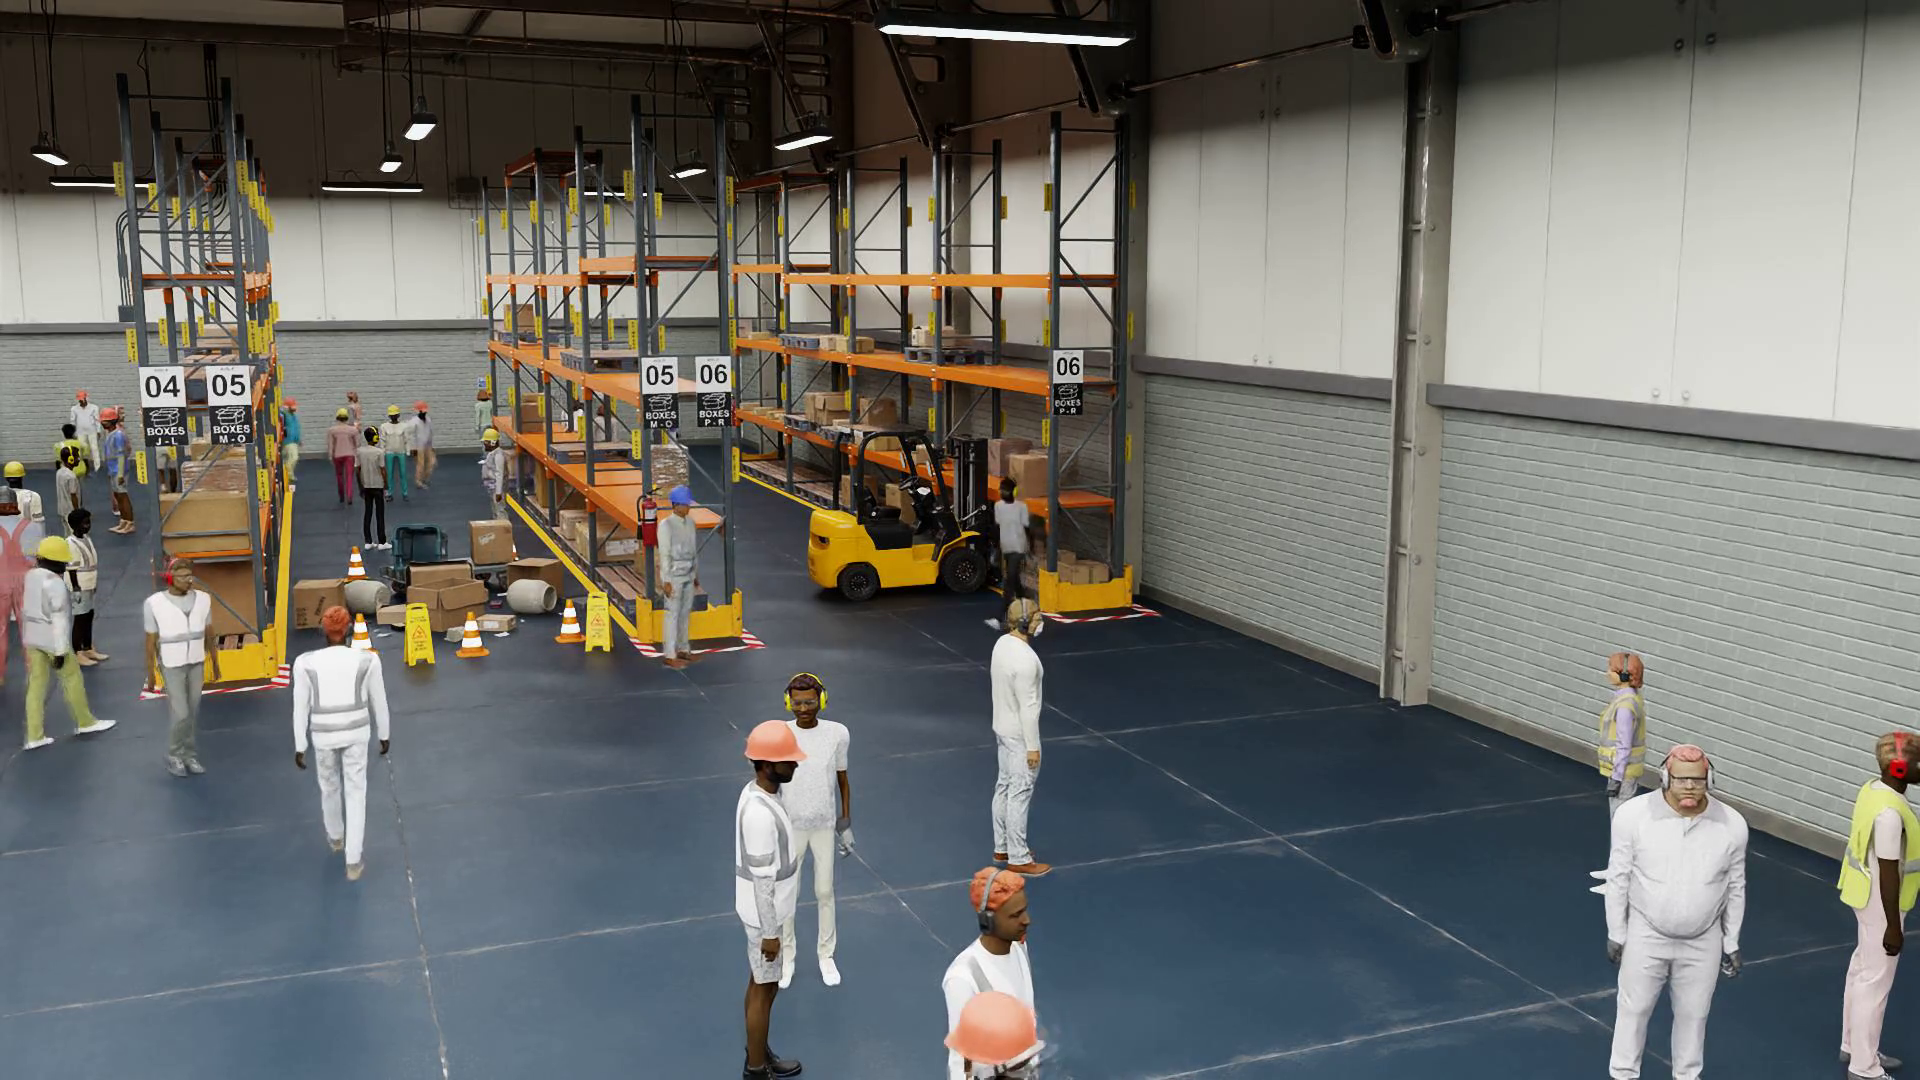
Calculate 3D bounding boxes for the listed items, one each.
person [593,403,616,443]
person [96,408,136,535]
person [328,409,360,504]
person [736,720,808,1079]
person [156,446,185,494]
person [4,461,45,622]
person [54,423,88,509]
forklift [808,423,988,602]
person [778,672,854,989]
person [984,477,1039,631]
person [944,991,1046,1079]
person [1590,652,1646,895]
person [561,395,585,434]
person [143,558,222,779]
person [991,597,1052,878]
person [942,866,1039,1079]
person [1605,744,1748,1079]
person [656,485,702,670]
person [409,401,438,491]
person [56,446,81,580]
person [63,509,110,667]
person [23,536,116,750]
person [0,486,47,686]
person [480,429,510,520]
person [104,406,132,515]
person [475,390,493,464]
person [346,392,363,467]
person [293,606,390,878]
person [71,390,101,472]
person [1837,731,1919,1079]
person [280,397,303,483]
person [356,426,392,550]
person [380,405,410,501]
[{"bbox_3d":[-7.069,-1.910,33.055,0.508,1.610,0.751,-5,11,-31],"label":"person"},{"bbox_3d":[-13.515,-1.097,26.594,0.419,2.034,0.604,-8,12,-43],"label":"person"},{"bbox_3d":[-11.201,-1.527,30.283,0.549,1.714,0.929,-3,10,-19],"label":"person"},{"bbox_3d":[-0.938,1.846,8.355,0.371,1.935,0.551,-1,9,-7],"label":"person"},{"bbox_3d":[-14.316,-1.637,30.019,0.619,2.025,0.568,-5,10,-27],"label":"person"},{"bbox_3d":[-11.209,0.024,19.844,0.588,1.930,0.361,-1,9,-8],"label":"person"},{"bbox_3d":[-14.890,-1.131,27.949,0.620,1.671,0.537,8,12,42],"label":"person"},{"bbox_3d":[-0.830,-0.399,21.676,2.313,2.155,1.214,-4,10,-21],"label":"forklift"},{"bbox_3d":[-0.881,1.674,9.652,0.531,1.869,0.310,-1,9,-8],"label":"person"},{"bbox_3d":[0.566,0.153,19.469,0.582,1.792,1.068,8,12,43],"label":"person"},{"bbox_3d":[0.116,2.339,5.230,1.039,1.931,0.635,8,12,41],"label":"person"},{"bbox_3d":[4.416,1.554,11.122,0.308,1.641,0.514,4,10,22],"label":"person"},{"bbox_3d":[-7.339,-1.841,31.717,0.572,1.887,0.356,1,9,6],"label":"person"},{"bbox_3d":[-6.380,1.050,13.688,0.483,1.827,0.592,6,11,31],"label":"person"},{"bbox_3d":[0.408,1.348,11.480,0.355,1.938,0.637,-3,9,-17],"label":"person"},{"bbox_3d":[0.135,2.179,6.430,0.354,1.883,0.573,4,10,24],"label":"person"},{"bbox_3d":[3.443,1.913,8.021,0.636,1.911,0.406,2,9,12],"label":"person"},{"bbox_3d":[-2.947,0.383,17.535,0.409,1.943,0.615,4,10,23],"label":"person"},{"bbox_3d":[-10.305,-1.805,31.947,0.393,1.732,0.596,4,10,24],"label":"person"},{"bbox_3d":[-11.894,-0.326,22.268,0.525,1.867,0.317,8,12,41],"label":"person"},{"bbox_3d":[-9.299,0.500,17.610,0.322,1.685,0.542,-1,9,-9],"label":"person"},{"bbox_3d":[-7.926,0.877,14.676,0.582,1.864,0.831,4,10,24],"label":"person"},{"bbox_3d":[-9.616,0.445,16.844,0.686,2.000,0.535,-7,12,-39],"label":"person"},{"bbox_3d":[-7.055,-0.782,25.267,0.404,1.825,0.594,-4,10,-25],"label":"person"},{"bbox_3d":[-14.544,-1.376,28.778,0.400,1.900,0.636,-6,11,-33],"label":"person"},{"bbox_3d":[-10.460,-2.493,36.613,0.285,1.634,0.499,7,11,36],"label":"person"},{"bbox_3d":[-13.071,-2.382,35.898,0.306,1.639,0.524,0,9,0],"label":"person"},{"bbox_3d":[-4.325,1.365,11.668,0.616,1.839,0.949,-3,9,-18],"label":"person"},{"bbox_3d":[-18.376,-2.281,34.963,0.574,1.738,0.352,-2,9,-13],"label":"person"},{"bbox_3d":[4.694,1.869,8.481,0.389,1.850,0.566,4,10,21],"label":"person"},{"bbox_3d":[-13.273,-1.973,33.034,0.440,1.724,0.665,1,9,7],"label":"person"},{"bbox_3d":[-8.842,-0.781,25.100,0.533,1.870,0.315,3,9,16],"label":"person"},{"bbox_3d":[-10.348,-1.588,30.504,0.526,1.768,0.315,-3,9,-17],"label":"person"}]
